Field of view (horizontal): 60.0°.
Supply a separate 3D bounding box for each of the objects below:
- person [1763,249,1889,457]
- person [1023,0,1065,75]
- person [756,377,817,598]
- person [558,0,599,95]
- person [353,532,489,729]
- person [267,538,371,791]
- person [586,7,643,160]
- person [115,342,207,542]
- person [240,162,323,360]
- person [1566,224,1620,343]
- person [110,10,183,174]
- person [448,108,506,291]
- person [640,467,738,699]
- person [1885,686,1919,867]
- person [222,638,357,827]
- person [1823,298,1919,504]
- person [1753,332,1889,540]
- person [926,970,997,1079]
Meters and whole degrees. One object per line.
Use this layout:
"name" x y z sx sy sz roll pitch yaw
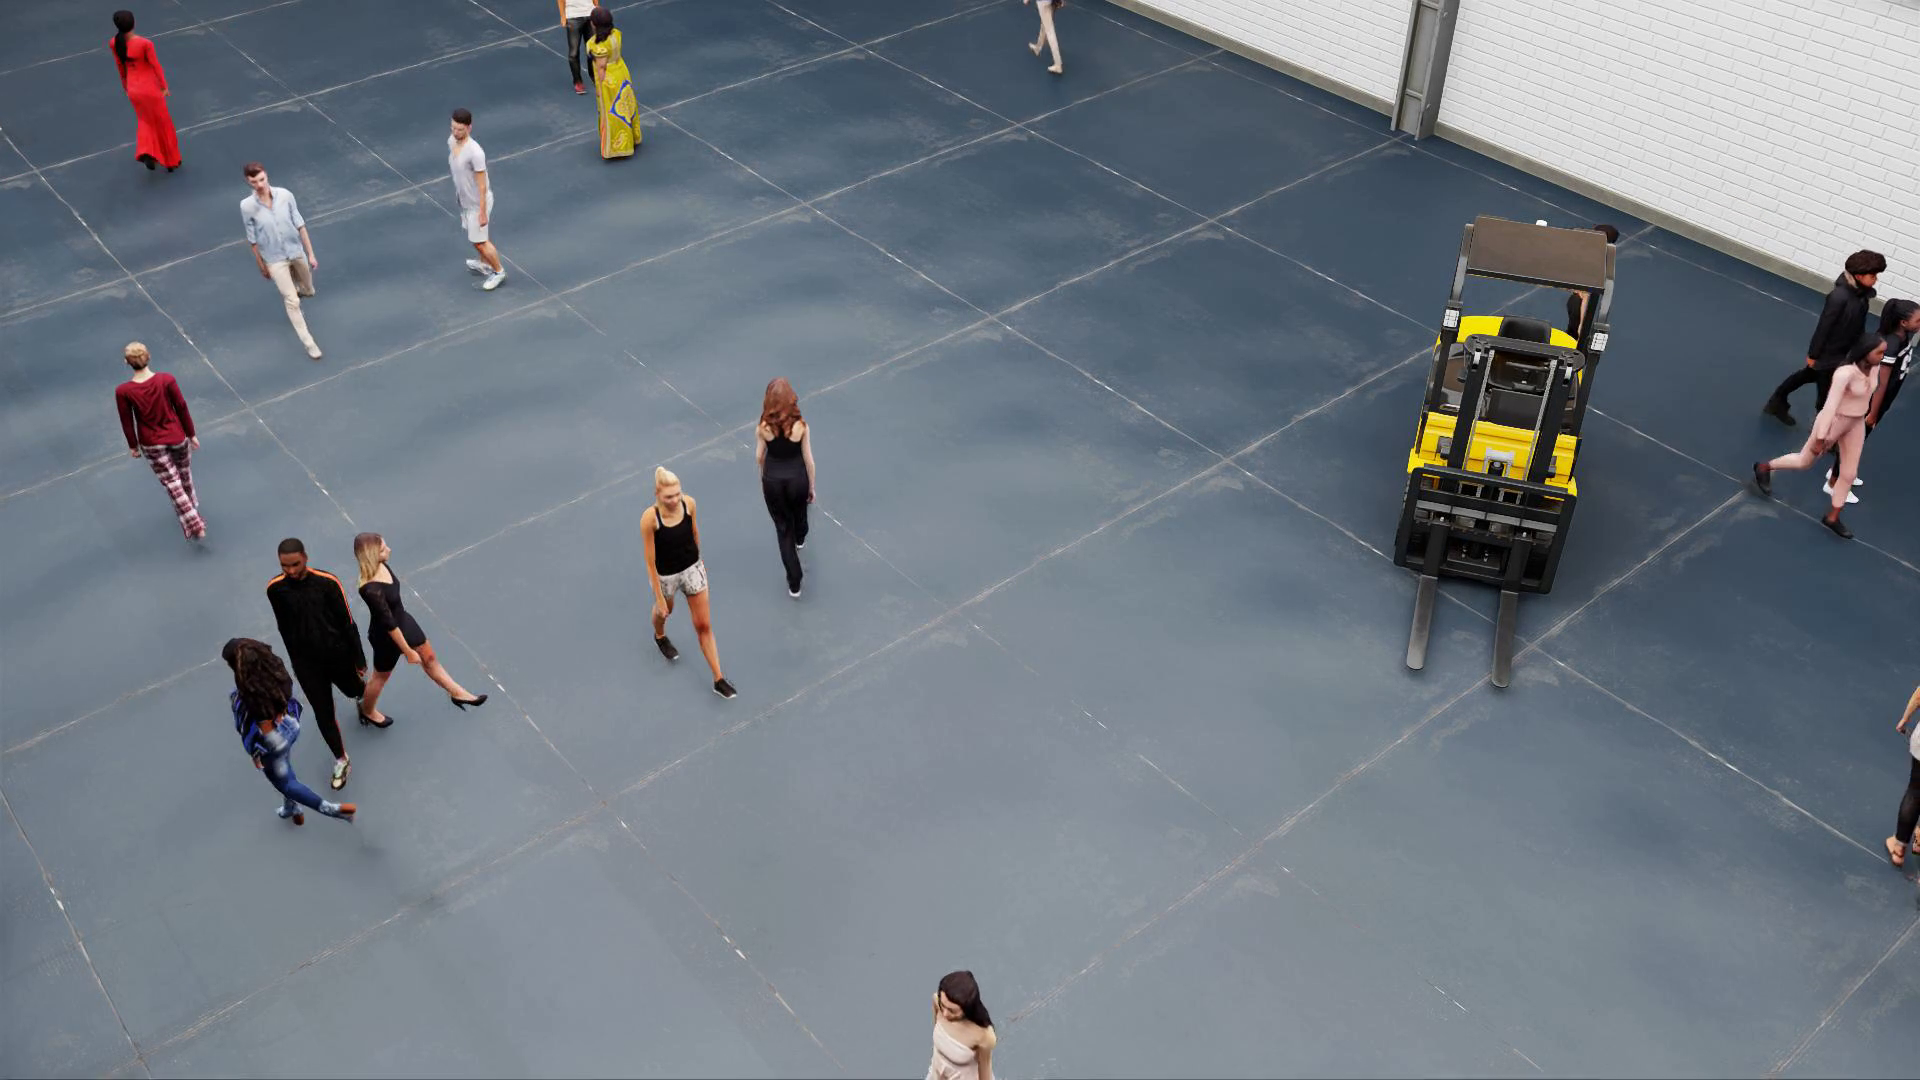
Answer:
"person" 7.079 -1.609 13.673 0.636 1.732 1.073 -26 45 -29
"person" 1.082 -6.341 19.670 0.739 1.654 1.151 -20 43 -23
"person" -1.266 -0.335 12.098 0.934 1.708 1.115 -5 39 -7
"person" -4.406 -6.099 19.251 0.659 1.798 0.562 -23 44 -26
"person" -3.817 0.651 10.933 0.992 1.621 1.090 -6 39 -8
"person" -4.102 0.688 10.759 0.983 1.781 1.187 -8 39 -10
"person" -3.752 -4.932 17.902 1.017 1.660 1.002 11 40 14
"person" -6.033 -0.726 12.626 0.691 1.660 1.027 -24 44 -27
"person" -6.029 -2.548 14.776 0.639 1.824 1.019 -27 46 -29
"person" 5.220 -1.953 14.179 0.756 1.640 0.701 6 39 8
"person" -8.599 -4.658 17.467 0.831 1.773 0.893 2 39 2
"person" -4.551 -3.221 15.617 0.974 1.826 0.529 -15 41 -17
"person" -1.987 0.194 11.378 0.717 1.781 1.201 -24 44 -27
"person" 5.951 1.277 10.017 0.740 1.785 0.811 25 45 28
"person" -4.138 1.241 10.205 1.038 1.608 0.911 12 40 14
"person" 7.183 -1.113 13.056 0.674 1.729 0.682 22 43 25
"person" 6.662 -0.878 12.802 0.841 1.679 1.223 -16 41 -19
"person" 0.076 2.660 8.333 0.537 1.726 0.672 31 48 33
